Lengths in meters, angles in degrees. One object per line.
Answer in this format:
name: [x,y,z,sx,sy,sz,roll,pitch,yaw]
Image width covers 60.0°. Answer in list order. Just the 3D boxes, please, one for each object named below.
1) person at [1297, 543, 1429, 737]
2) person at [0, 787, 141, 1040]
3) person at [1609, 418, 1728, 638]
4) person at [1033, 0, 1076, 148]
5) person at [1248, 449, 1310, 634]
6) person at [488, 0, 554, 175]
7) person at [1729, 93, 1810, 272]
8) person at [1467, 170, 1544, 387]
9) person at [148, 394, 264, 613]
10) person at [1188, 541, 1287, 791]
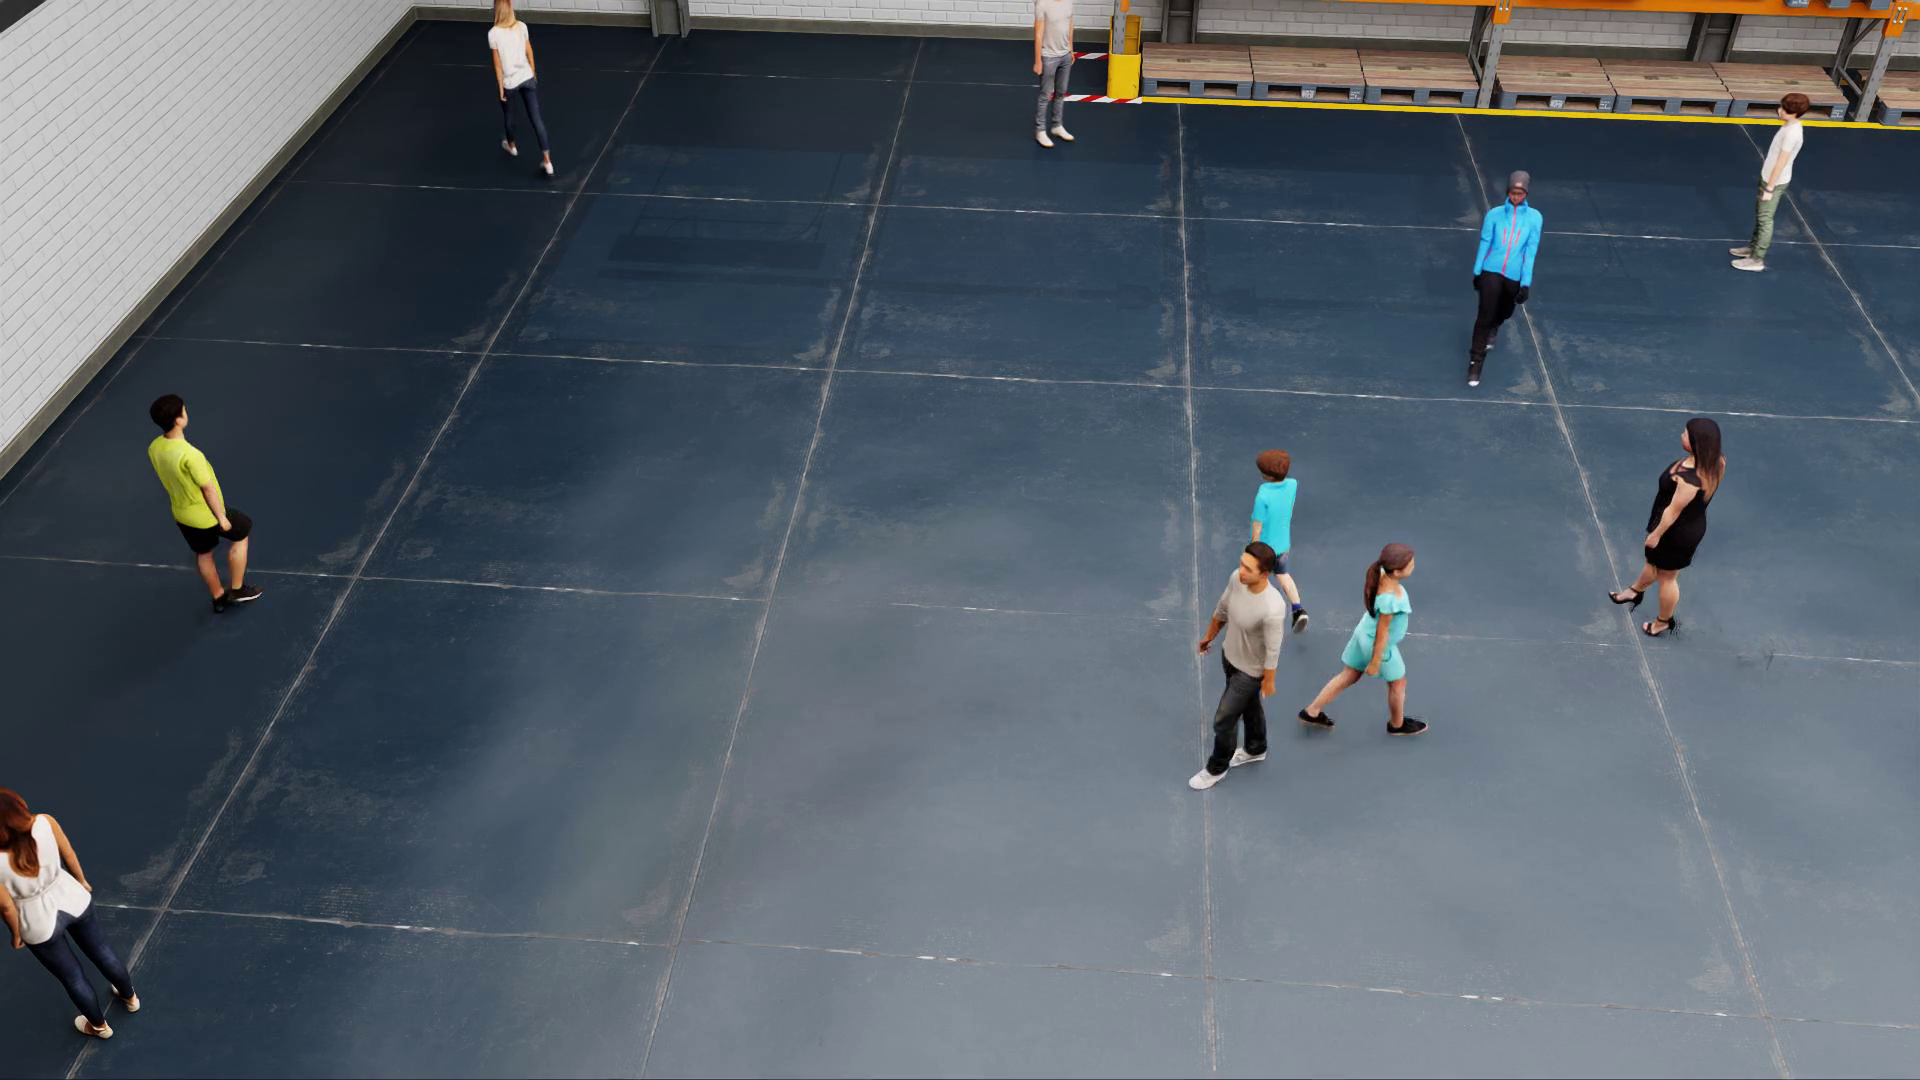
person: [2.486,0.635,10.234,1.079,1.524,0.645,-1,39,-1]
person: [-4.588,1.899,8.444,0.670,1.782,0.669,21,43,24]
person: [4.772,-0.043,10.937,0.912,1.706,0.855,29,47,31]
person: [0.952,-4.959,16.946,0.745,1.889,0.799,-28,47,-31]
person: [2.113,0.029,11.070,0.869,1.427,0.886,-21,43,-25]
person: [-4.313,-4.450,16.412,1.145,1.760,1.107,-21,43,-25]
person: [7.337,-3.238,14.979,0.607,1.654,0.614,13,41,16]
person: [4.446,-2.199,13.586,1.065,1.768,0.753,8,39,9]
person: [-5.132,-0.176,11.105,0.663,1.704,0.786,15,41,18]
person: [1.797,0.697,9.941,0.941,1.792,0.849,-11,40,-13]
